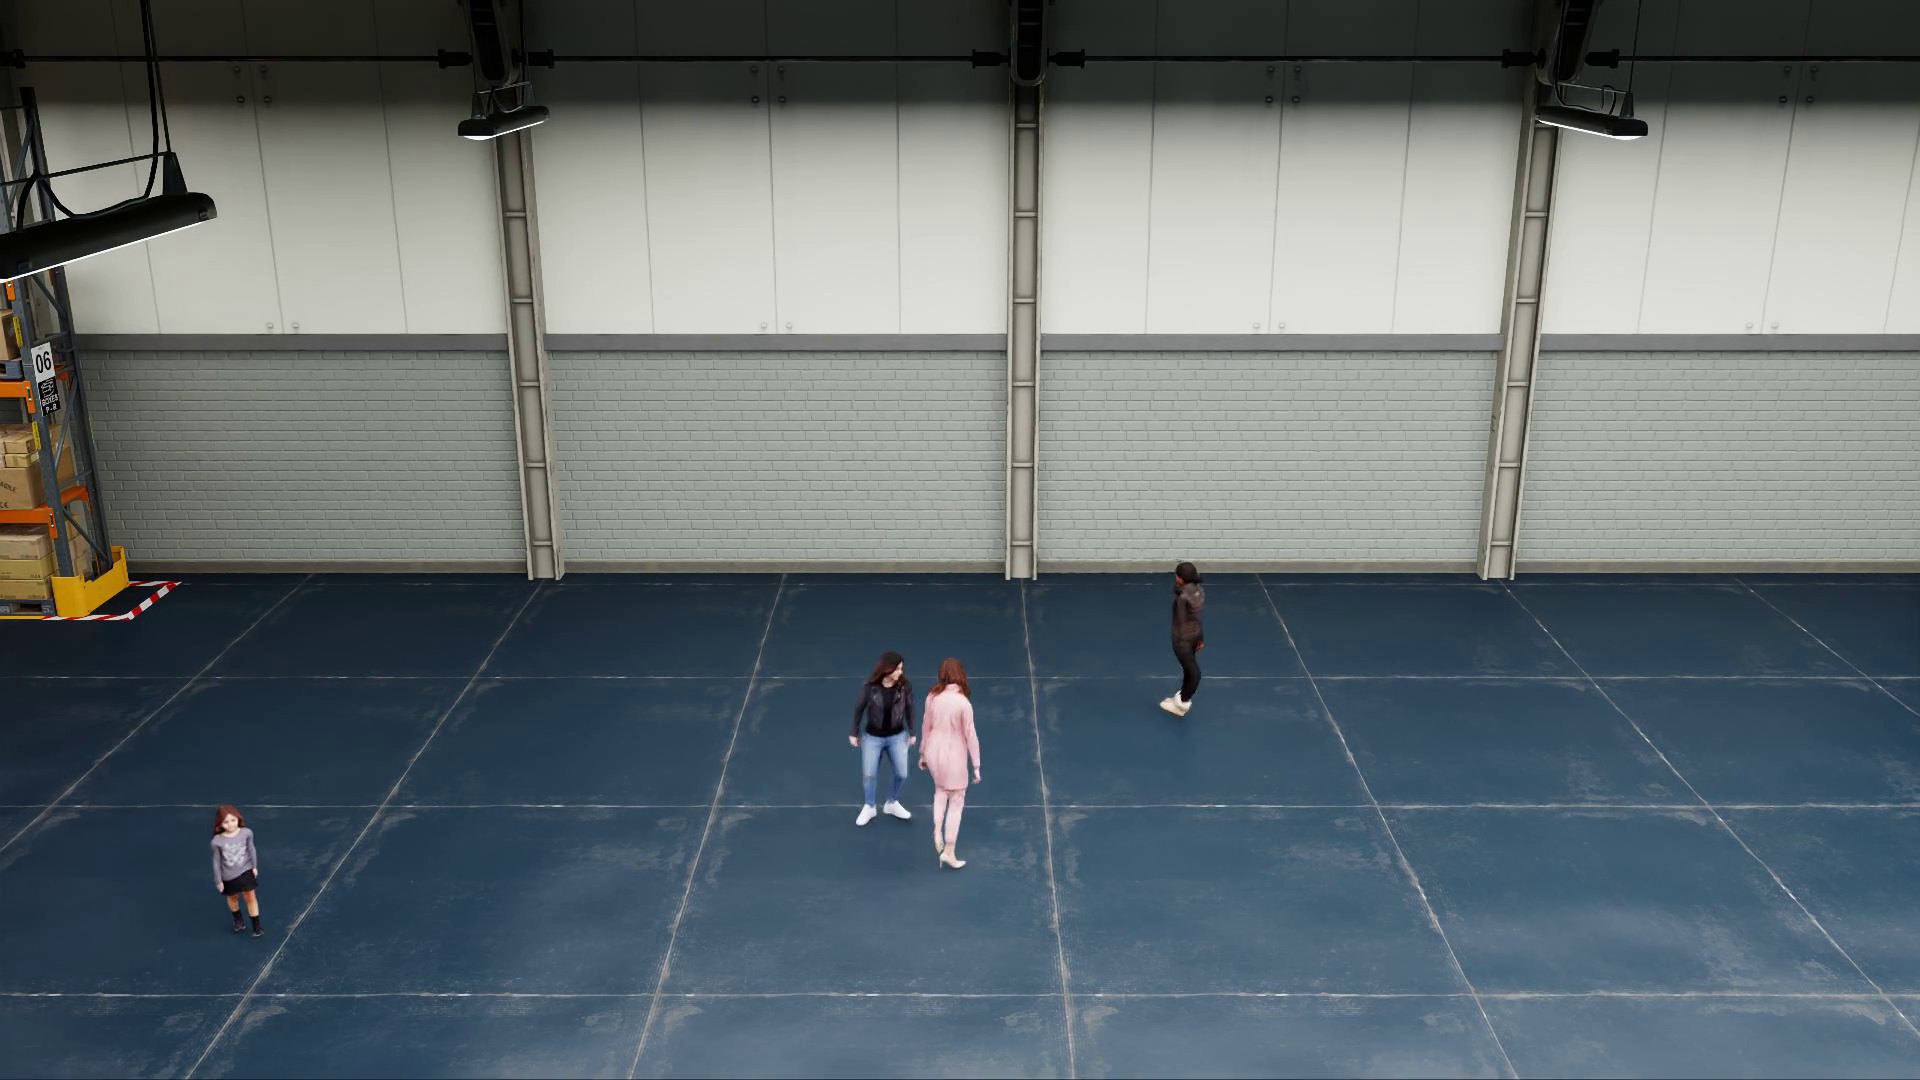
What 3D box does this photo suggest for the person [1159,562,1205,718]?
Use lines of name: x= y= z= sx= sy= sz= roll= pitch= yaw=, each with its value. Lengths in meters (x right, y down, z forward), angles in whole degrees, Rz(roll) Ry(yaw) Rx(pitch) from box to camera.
person: x=2.163 y=0.987 z=16.718 sx=0.886 sy=1.654 sz=0.810 roll=9 pitch=20 yaw=26

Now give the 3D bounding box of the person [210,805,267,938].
person: x=-5.625 y=2.532 z=12.885 sx=0.722 sy=1.089 sz=0.747 roll=-13 pitch=22 yaw=-34

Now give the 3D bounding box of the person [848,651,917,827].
person: x=-0.652 y=1.718 z=14.528 sx=0.577 sy=1.619 sz=0.840 roll=0 pitch=18 yaw=1

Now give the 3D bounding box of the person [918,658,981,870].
person: x=-0.155 y=1.879 z=13.794 sx=0.829 sy=1.768 sz=0.930 roll=14 pitch=23 yaw=37
